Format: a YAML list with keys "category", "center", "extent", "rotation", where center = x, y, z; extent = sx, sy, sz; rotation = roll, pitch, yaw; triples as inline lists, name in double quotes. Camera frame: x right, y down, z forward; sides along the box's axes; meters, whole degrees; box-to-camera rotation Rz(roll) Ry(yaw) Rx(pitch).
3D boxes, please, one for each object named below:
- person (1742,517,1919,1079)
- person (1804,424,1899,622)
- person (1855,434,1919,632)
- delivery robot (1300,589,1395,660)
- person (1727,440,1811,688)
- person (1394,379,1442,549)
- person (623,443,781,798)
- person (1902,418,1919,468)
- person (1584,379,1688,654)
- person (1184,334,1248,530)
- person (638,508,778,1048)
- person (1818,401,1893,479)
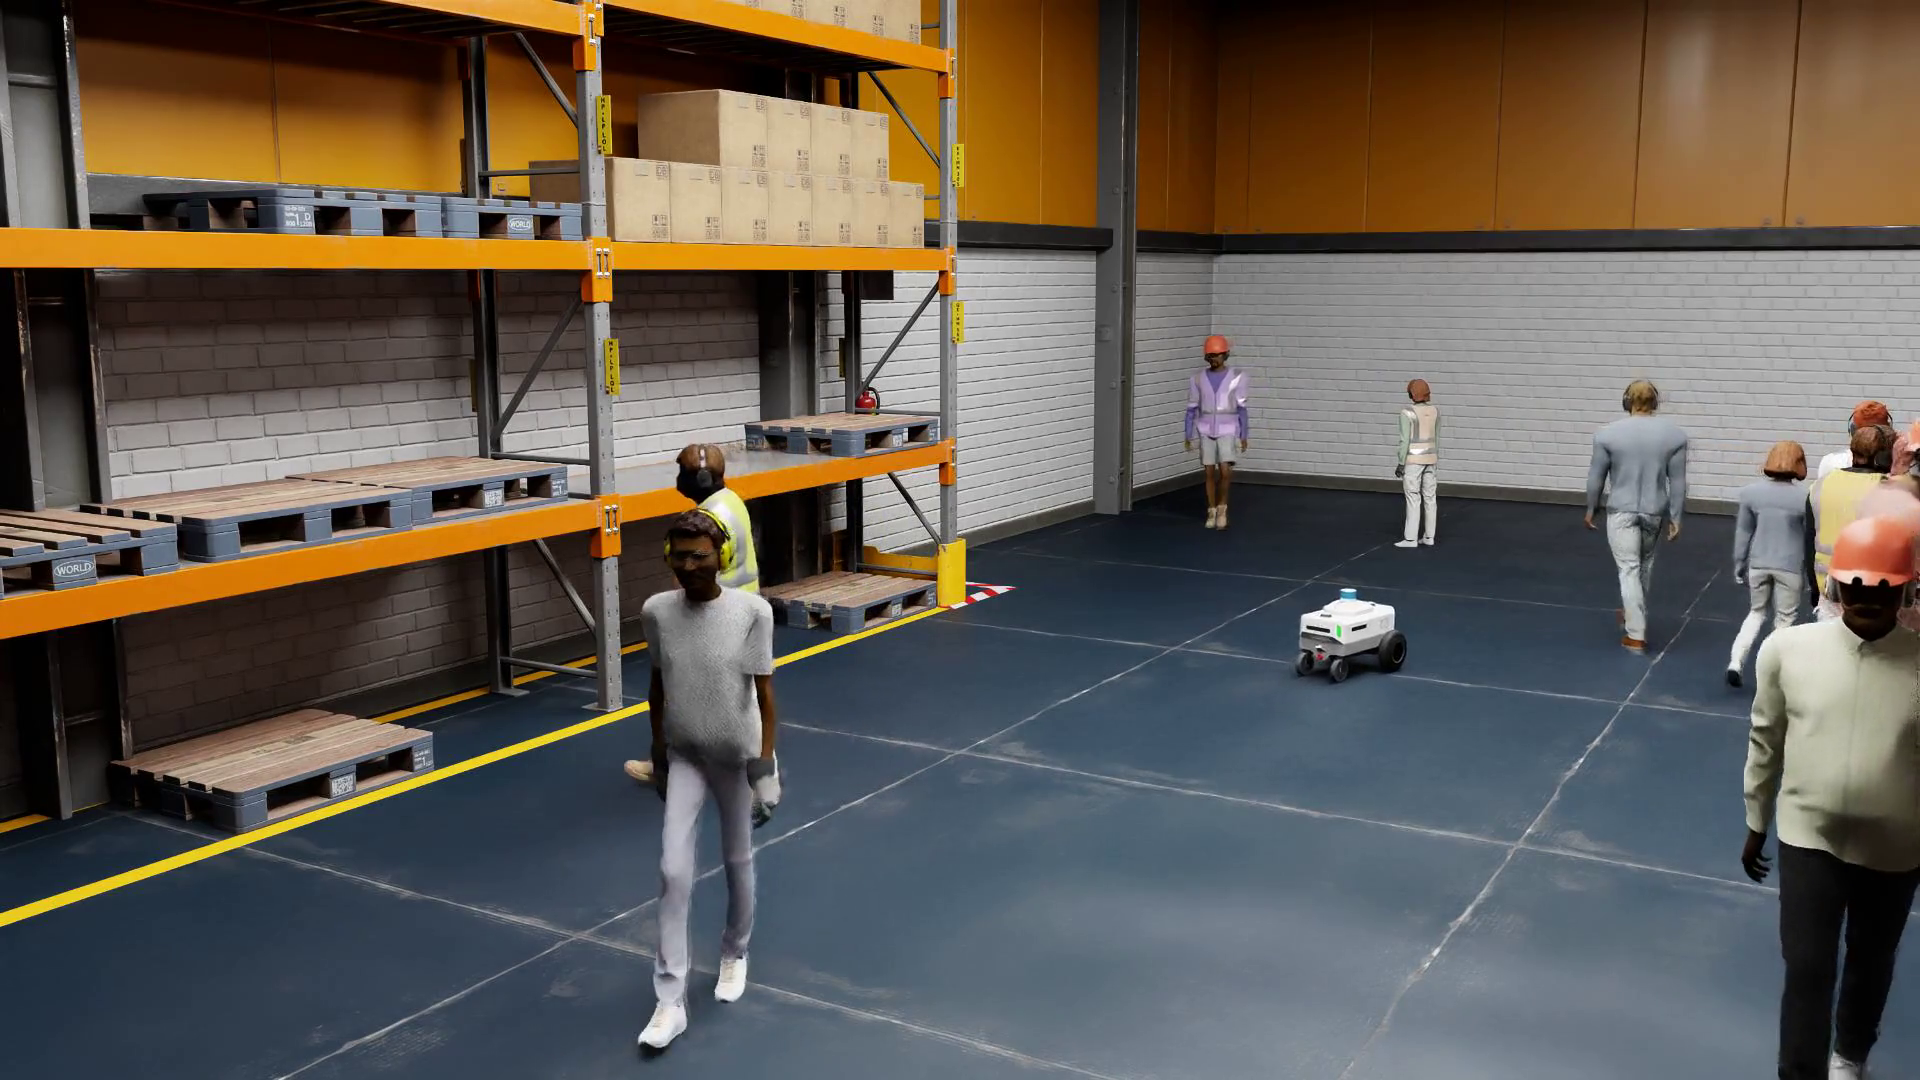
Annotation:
- category: "person"
  center: [2.701, 0.887, 5.006]
  extent: [0.635, 1.944, 1.019]
  rotation: [5, 10, 28]
- category: "person"
  center: [4.892, 0.290, 9.032]
  extent: [0.429, 1.841, 0.633]
  rotation: [-3, 10, -20]
- category: "person"
  center: [4.736, 0.410, 8.188]
  extent: [0.909, 1.869, 0.657]
  rotation: [3, 9, 16]
- category: "delivery robot"
  center: [2.566, 0.567, 11.013]
  extent: [0.707, 0.478, 0.477]
  rotation: [-9, 13, -44]
- category: "person"
  center: [5.087, 0.186, 10.367]
  extent: [0.370, 1.623, 0.511]
  rotation: [-7, 11, -37]
- category: "person"
  center: [4.416, -0.729, 16.030]
  extent: [0.515, 1.636, 0.314]
  rotation: [-5, 10, -28]
- category: "person"
  center: [-1.325, 0.417, 8.355]
  extent: [0.904, 1.797, 0.651]
  rotation: [0, 9, -2]
- category: "person"
  center: [4.663, 0.367, 8.127]
  extent: [0.704, 1.970, 0.653]
  rotation: [-6, 11, -31]
- category: "person"
  center: [4.782, -0.195, 11.876]
  extent: [0.629, 1.891, 0.978]
  rotation: [1, 9, 4]
- category: "person"
  center: [2.618, -1.096, 17.120]
  extent: [0.635, 2.018, 0.638]
  rotation: [3, 10, 21]
- category: "person"
  center: [-0.879, 0.811, 5.790]
  extent: [0.530, 1.832, 0.879]
  rotation: [1, 9, 6]
- category: "person"
  center: [5.488, 0.094, 10.126]
  extent: [0.585, 1.881, 0.337]
  rotation: [2, 9, 10]
